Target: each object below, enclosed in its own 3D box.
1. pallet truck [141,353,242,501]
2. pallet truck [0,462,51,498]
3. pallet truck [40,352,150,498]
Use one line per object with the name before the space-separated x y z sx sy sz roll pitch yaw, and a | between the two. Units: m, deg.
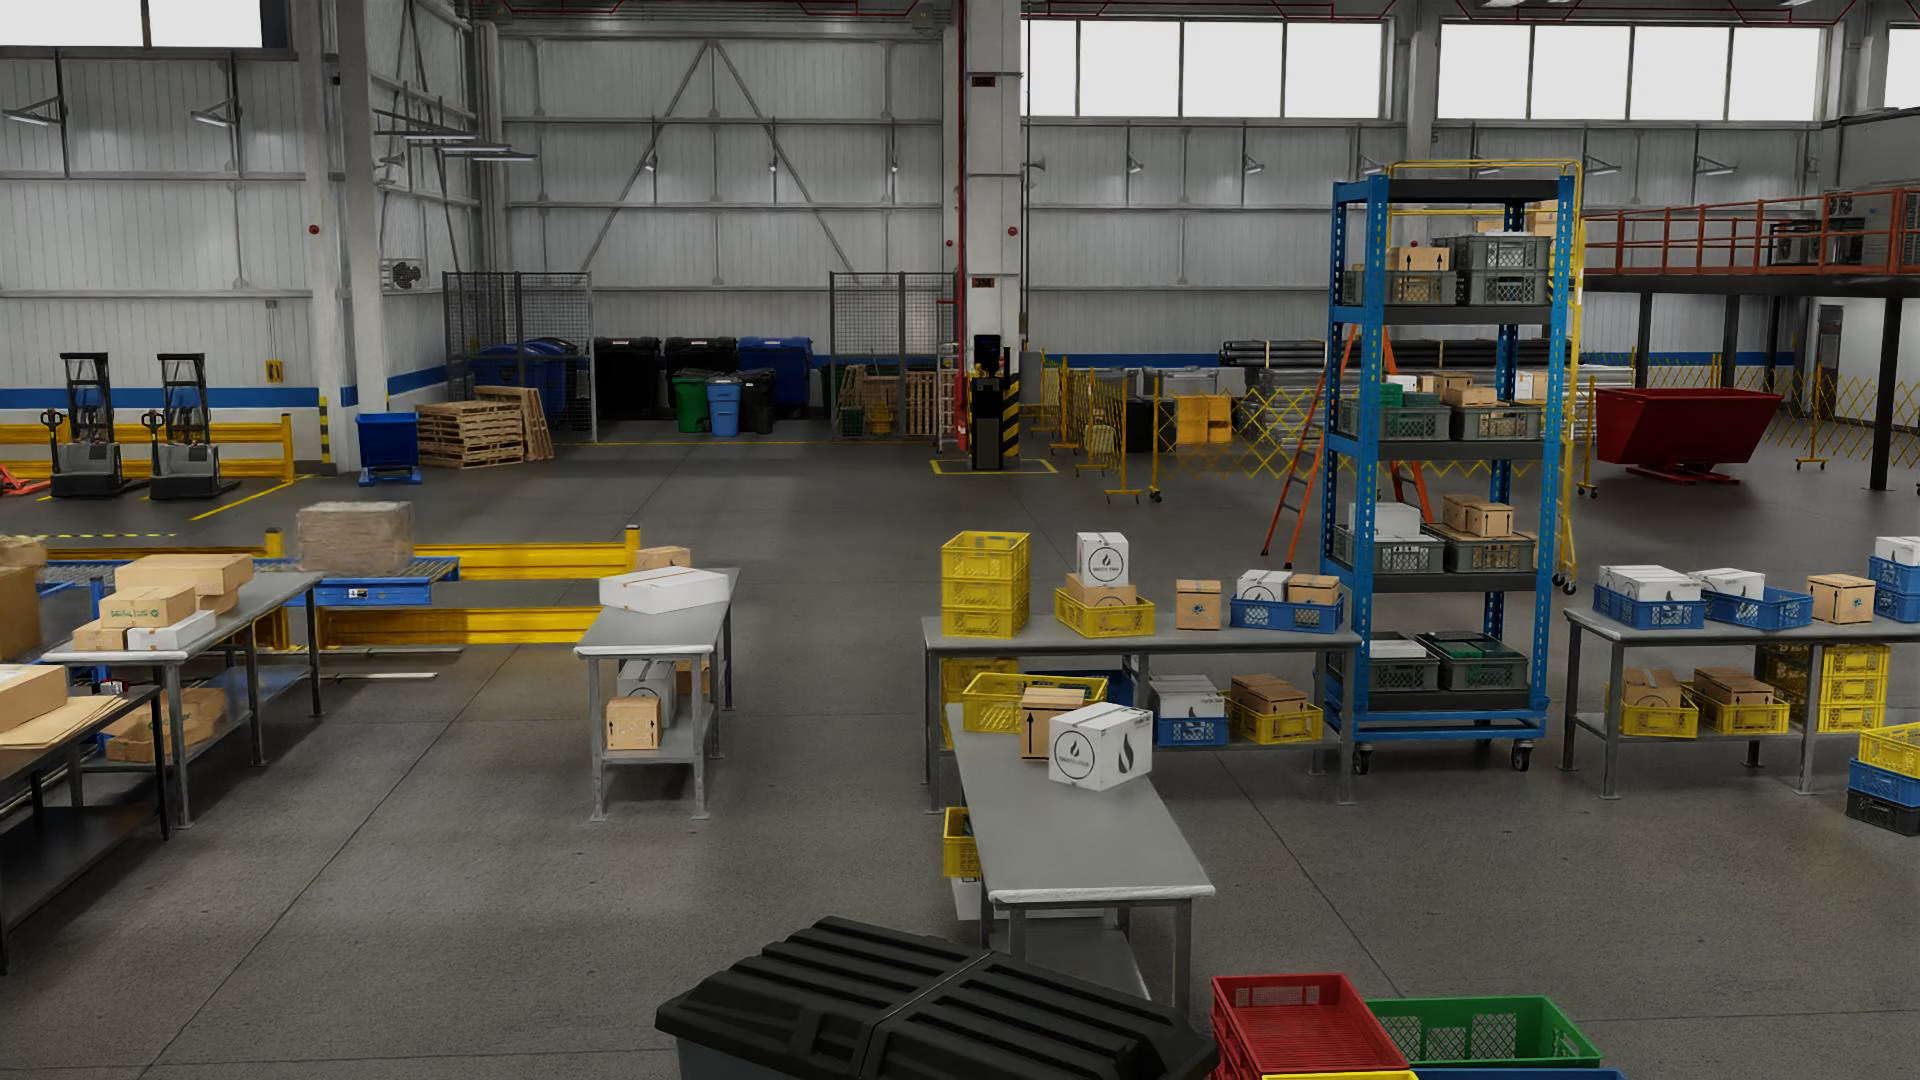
pallet truck | -10.520 -1.604 22.925 0.823 1.965 1.885 -1 9 -6
pallet truck | -13.193 -1.293 23.148 0.653 1.274 1.630 -1 9 -4
pallet truck | -11.907 -1.642 23.165 0.823 1.965 1.885 0 9 0
